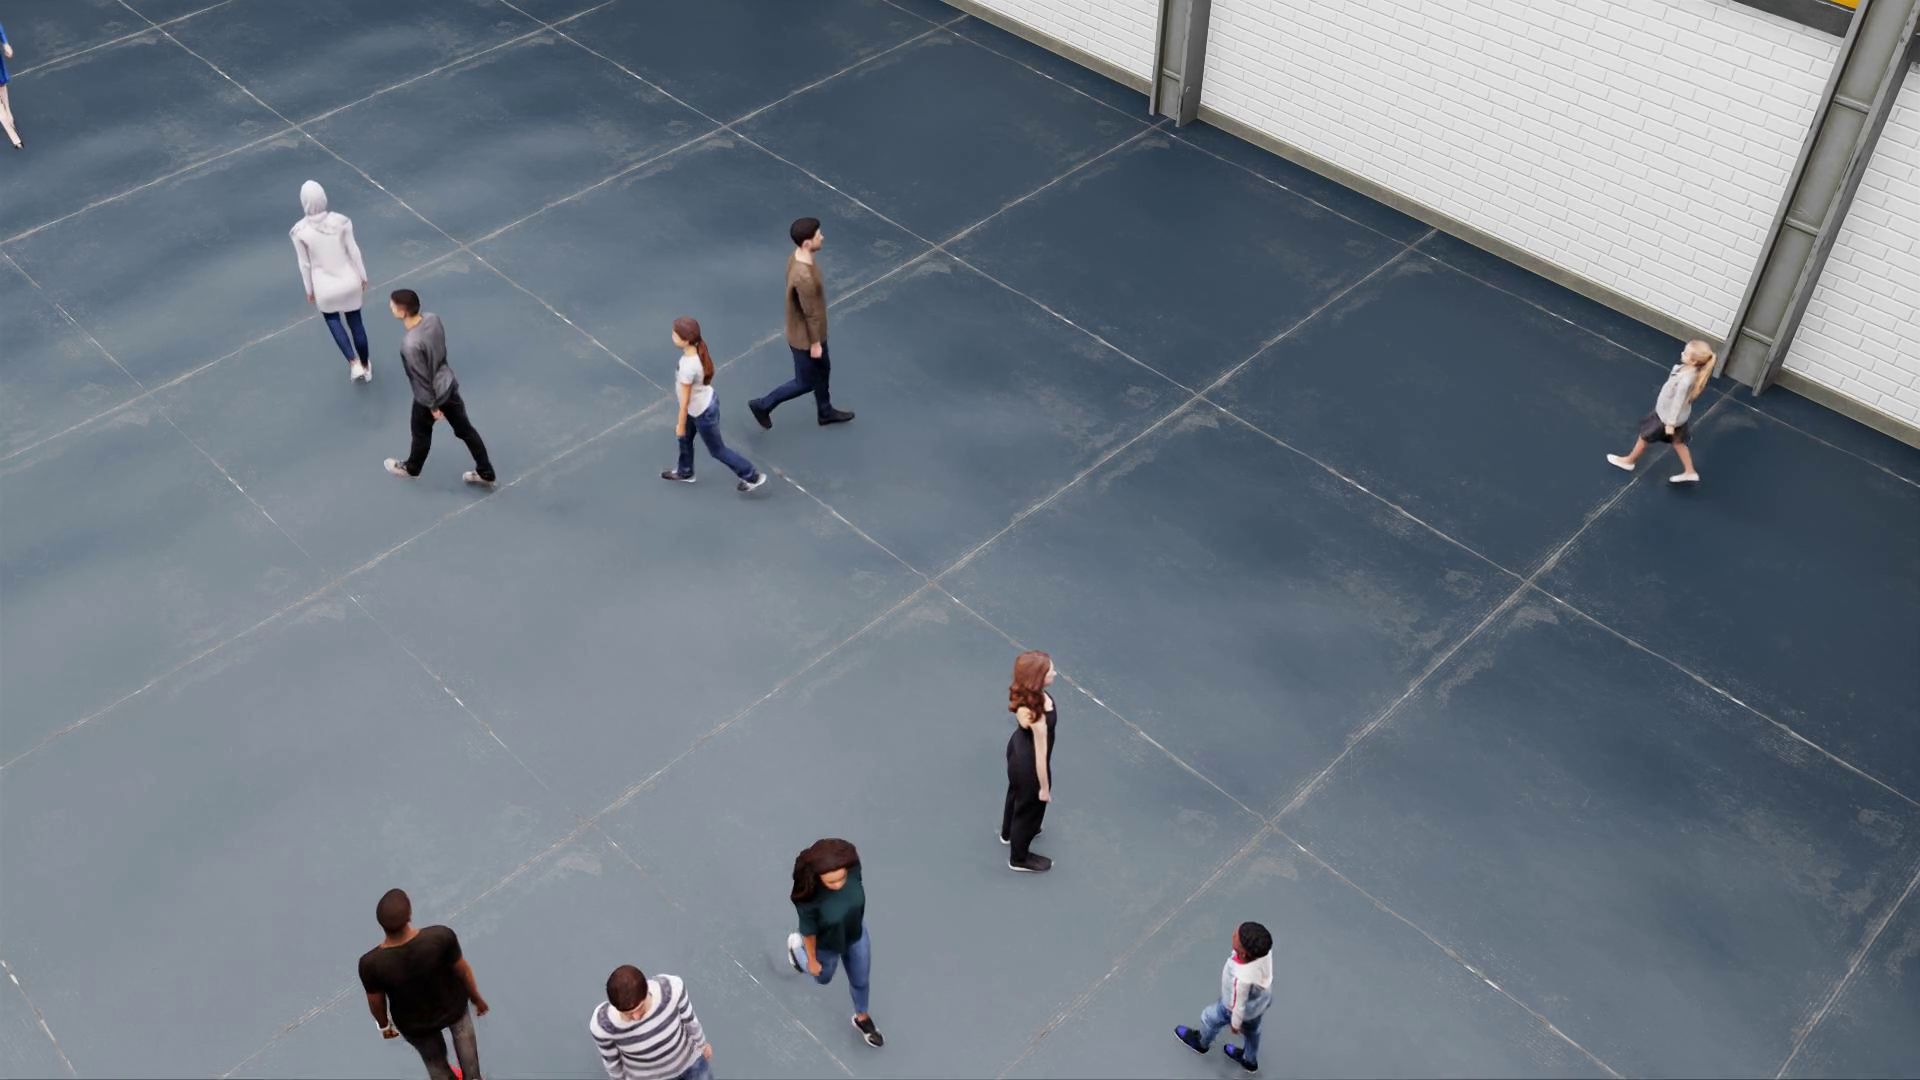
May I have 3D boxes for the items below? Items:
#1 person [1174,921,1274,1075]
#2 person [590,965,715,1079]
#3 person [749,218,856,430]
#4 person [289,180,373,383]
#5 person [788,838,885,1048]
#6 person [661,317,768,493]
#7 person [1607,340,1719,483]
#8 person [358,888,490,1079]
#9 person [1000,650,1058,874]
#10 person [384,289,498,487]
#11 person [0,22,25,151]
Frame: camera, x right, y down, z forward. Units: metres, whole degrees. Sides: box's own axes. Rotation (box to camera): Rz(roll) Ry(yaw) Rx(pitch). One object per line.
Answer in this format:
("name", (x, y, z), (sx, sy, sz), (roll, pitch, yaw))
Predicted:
("person", (1.533, 2.425, 8.701), (0.705, 1.240, 0.505), (31, 52, 28))
("person", (-1.512, 2.505, 8.195), (0.795, 1.822, 0.881), (-26, 49, -24))
("person", (-1.223, -1.546, 12.417), (1.097, 1.864, 1.081), (-5, 44, -5))
("person", (-4.817, -1.927, 12.888), (0.732, 1.766, 0.768), (-19, 47, -19))
("person", (-0.716, 2.056, 8.830), (0.619, 1.598, 0.982), (-32, 52, -29))
("person", (-1.806, -0.939, 12.021), (1.074, 1.532, 0.987), (1, 44, 1))
("person", (5.293, -0.917, 12.199), (0.909, 1.255, 0.588), (27, 50, 26))
("person", (-2.621, 2.422, 8.305), (0.777, 1.792, 0.772), (-19, 47, -19))
("person", (0.390, 1.254, 9.564), (0.720, 1.746, 0.624), (-7, 44, -7))
("person", (-3.699, -1.051, 12.001), (1.158, 1.722, 0.954), (12, 45, 12))
("person", (-9.256, -4.642, 15.727), (0.771, 1.782, 1.164), (-26, 49, -24))
